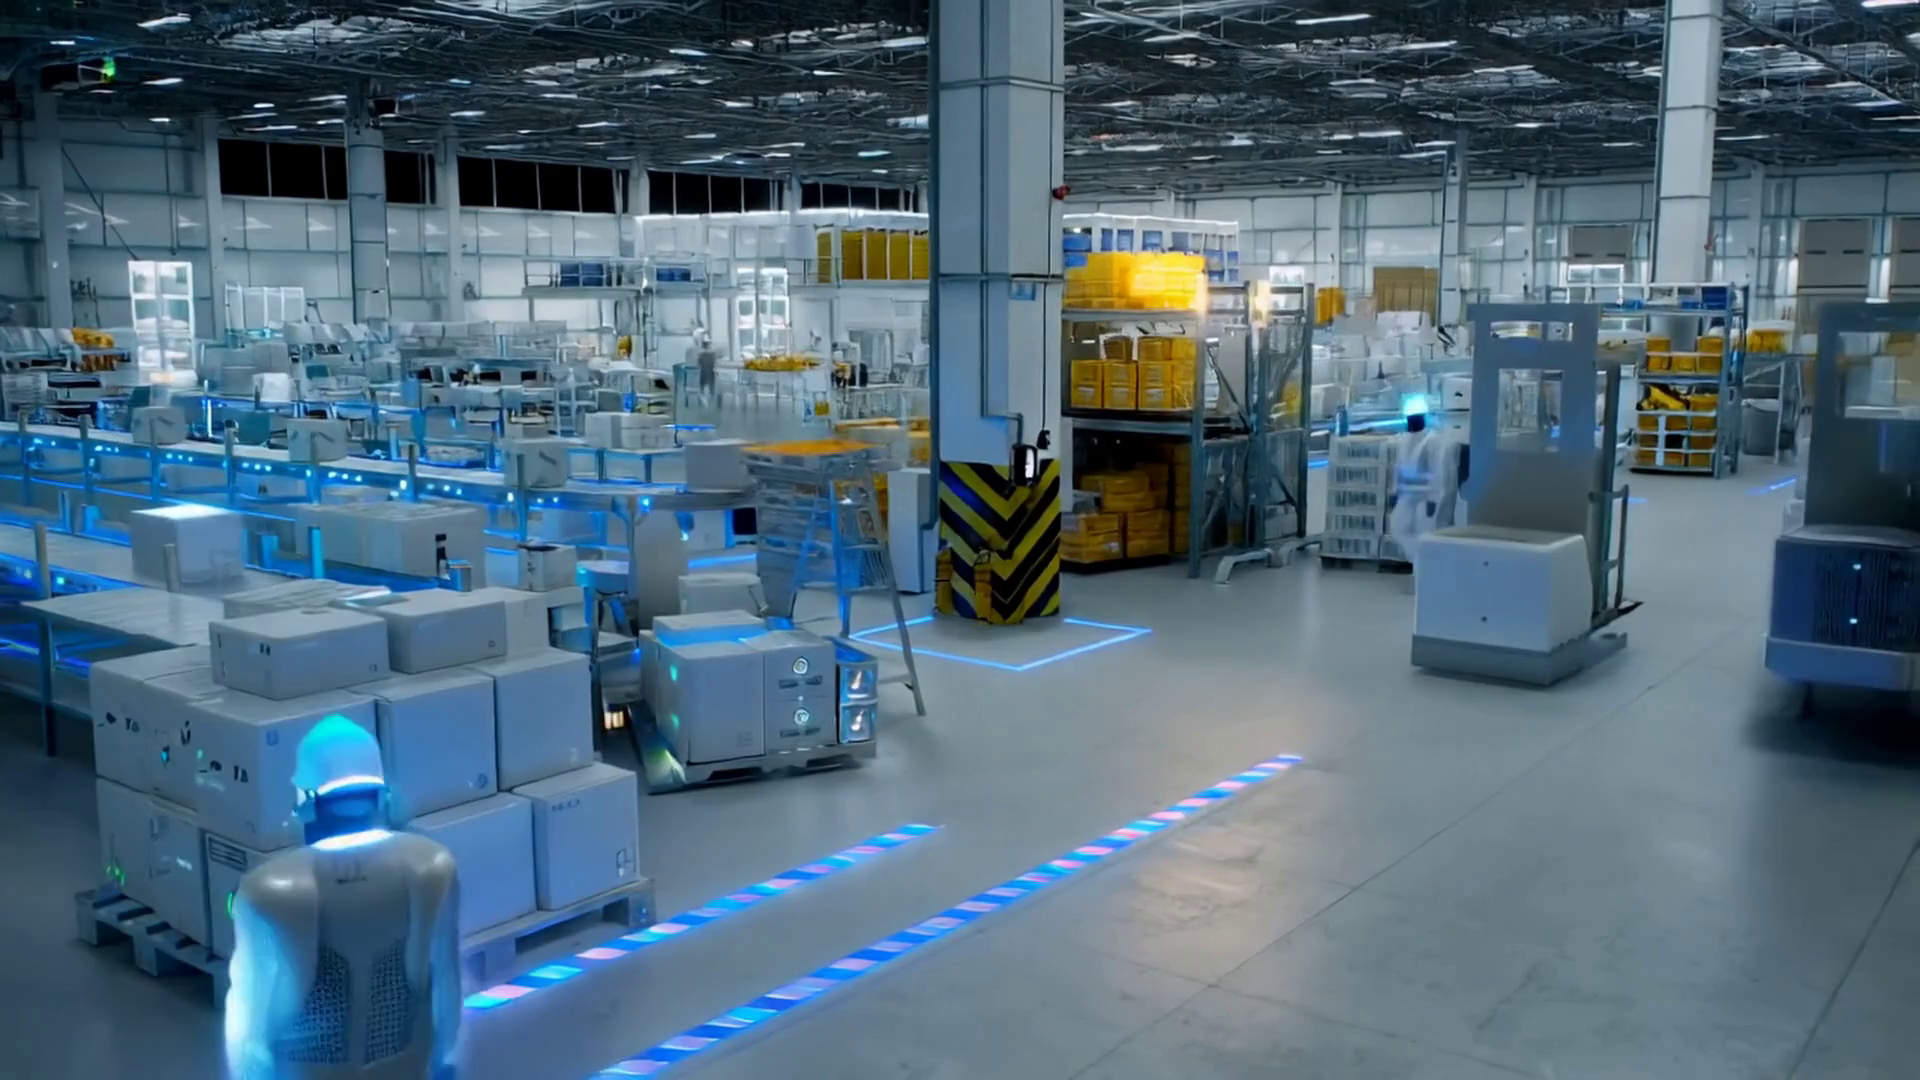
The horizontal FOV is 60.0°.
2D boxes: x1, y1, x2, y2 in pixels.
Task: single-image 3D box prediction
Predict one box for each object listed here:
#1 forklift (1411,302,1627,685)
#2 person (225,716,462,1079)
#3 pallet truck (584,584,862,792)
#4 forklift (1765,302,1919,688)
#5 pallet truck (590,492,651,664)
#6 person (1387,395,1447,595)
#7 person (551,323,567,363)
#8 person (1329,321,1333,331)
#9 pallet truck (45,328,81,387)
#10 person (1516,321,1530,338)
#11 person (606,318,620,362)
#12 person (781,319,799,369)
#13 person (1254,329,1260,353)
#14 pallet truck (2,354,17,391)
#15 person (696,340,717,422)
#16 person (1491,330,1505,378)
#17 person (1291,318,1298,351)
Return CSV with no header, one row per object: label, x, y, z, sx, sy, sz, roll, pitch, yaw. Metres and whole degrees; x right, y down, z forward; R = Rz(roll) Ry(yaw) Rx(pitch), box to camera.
forklift,4.379,-0.438,12.852,1.129,2.768,1.873,7,11,37
person,-1.565,1.359,4.327,0.671,1.810,0.605,7,11,41
pallet truck,-1.426,0.805,10.019,1.601,1.201,0.680,-4,9,-26
forklift,7.033,-0.423,12.750,1.129,2.768,1.873,7,11,37
pallet truck,-3.115,0.344,12.883,0.653,1.274,1.630,7,11,37
person,4.398,-0.430,15.971,0.438,1.928,0.630,-4,9,-26
person,-13.753,-6.503,57.087,0.355,1.883,0.574,6,11,37
person,18.268,-10.075,81.103,0.547,1.914,0.837,1,9,10
pallet truck,-23.775,-4.544,43.495,1.885,1.965,0.823,6,10,35
person,25.681,-9.331,75.824,0.643,1.974,0.463,4,9,23
person,-14.227,-8.195,68.405,0.577,1.905,0.609,2,9,11
person,-6.598,-7.561,64.112,0.777,1.916,0.555,3,9,22
person,8.982,-5.504,49.818,0.680,2.000,0.903,-7,11,-40
pallet truck,-24.881,-4.417,42.634,1.885,1.965,0.823,8,11,41
person,-5.666,-3.557,37.338,0.542,1.846,0.623,-6,10,-35
person,14.710,-4.837,45.831,0.653,1.883,1.037,-5,10,-32
person,16.915,-10.401,83.986,0.318,1.697,0.535,6,11,37
